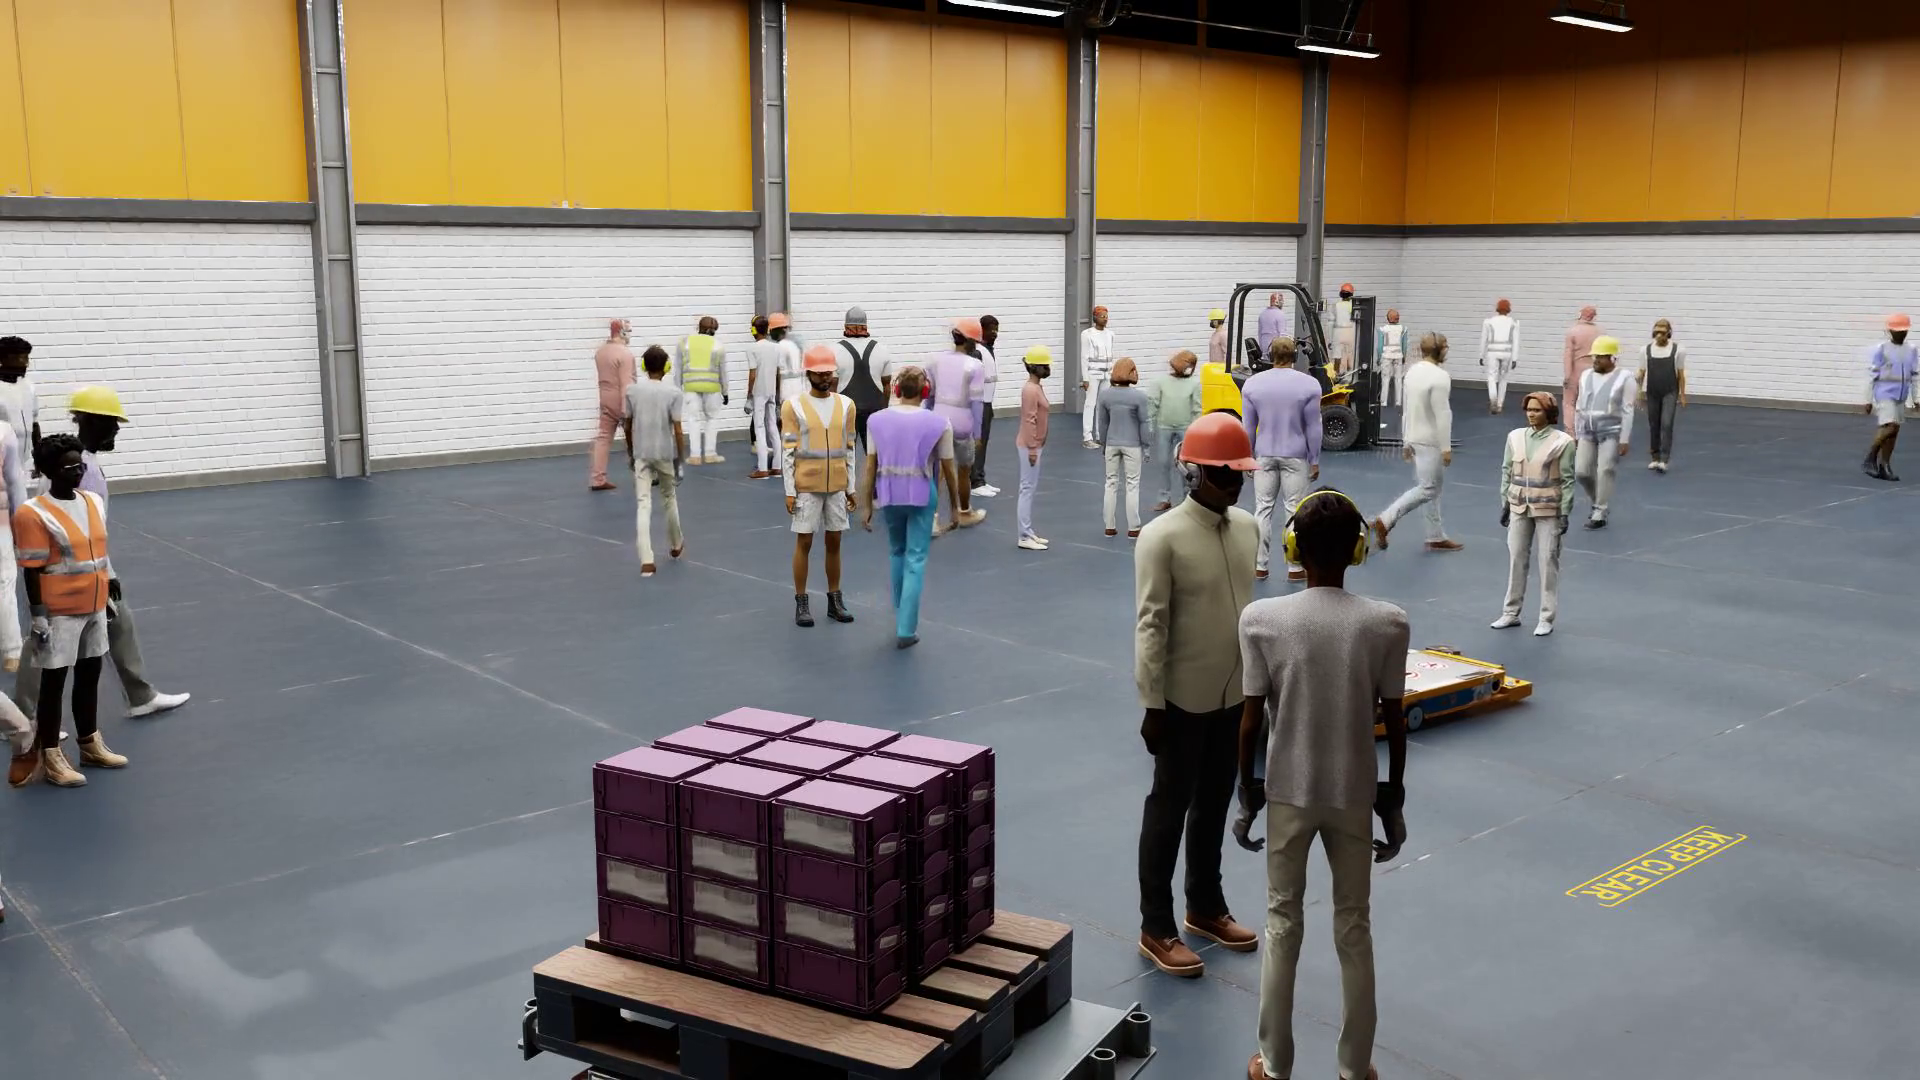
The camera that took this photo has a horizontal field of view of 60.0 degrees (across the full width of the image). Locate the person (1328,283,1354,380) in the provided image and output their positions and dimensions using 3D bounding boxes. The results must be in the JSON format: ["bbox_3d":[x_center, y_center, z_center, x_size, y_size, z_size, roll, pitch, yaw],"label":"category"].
[{"bbox_3d":[7.039,-3.670,30.416,0.614,2.042,0.373,4,10,20],"label":"person"}]

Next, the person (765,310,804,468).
[{"bbox_3d":[-2.056,-1.819,20.012,0.663,1.908,0.827,9,13,44],"label":"person"}]

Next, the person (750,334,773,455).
[{"bbox_3d":[-2.536,-1.933,21.255,0.318,1.698,0.539,1,10,8],"label":"person"}]

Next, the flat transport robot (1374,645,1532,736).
[{"bbox_3d":[2.492,0.824,9.291,1.431,0.197,0.652,-7,12,-36],"label":"flat transport robot"}]

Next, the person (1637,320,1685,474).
[{"bbox_3d":[8.201,-1.679,19.517,0.525,1.786,0.941,6,12,33],"label":"person"}]

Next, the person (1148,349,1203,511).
[{"bbox_3d":[2.154,-1.085,16.548,0.581,1.618,0.343,1,10,4],"label":"person"}]

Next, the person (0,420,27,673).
[{"bbox_3d":[-5.979,-0.086,10.042,0.634,1.835,0.429,-5,11,-27],"label":"person"}]

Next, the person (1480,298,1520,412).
[{"bbox_3d":[8.727,-2.970,26.869,0.578,1.861,0.785,2,10,10],"label":"person"}]

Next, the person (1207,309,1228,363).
[{"bbox_3d":[3.771,-2.503,24.396,0.329,1.767,0.529,-2,10,-12],"label":"person"}]

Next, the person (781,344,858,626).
[{"bbox_3d":[-0.952,-0.377,11.449,0.545,1.938,0.359,-5,11,-26],"label":"person"}]

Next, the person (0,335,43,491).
[{"bbox_3d":[-7.696,-0.680,13.327,1.003,1.917,0.655,2,10,10],"label":"person"}]

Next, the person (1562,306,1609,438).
[{"bbox_3d":[8.402,-2.208,22.386,0.672,1.868,0.464,-1,10,-8],"label":"person"}]

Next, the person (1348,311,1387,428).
[{"bbox_3d":[5.841,-2.569,24.445,0.936,1.894,0.604,-3,10,-17],"label":"person"}]

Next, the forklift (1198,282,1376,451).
[{"bbox_3d":[4.328,-2.346,22.227,2.313,2.155,1.214,3,10,16],"label":"forklift"}]

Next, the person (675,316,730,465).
[{"bbox_3d":[-3.156,-1.822,20.338,0.664,1.804,0.539,0,10,1],"label":"person"}]

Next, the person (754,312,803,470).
[{"bbox_3d":[-1.955,-1.723,19.499,0.978,1.887,0.538,2,10,12],"label":"person"}]

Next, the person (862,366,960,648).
[{"bbox_3d":[-0.294,-0.238,10.977,0.606,1.811,0.836,3,10,14],"label":"person"}]

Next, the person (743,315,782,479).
[{"bbox_3d":[-2.251,-1.625,18.971,0.311,1.864,0.533,8,13,40],"label":"person"}]

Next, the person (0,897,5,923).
[{"bbox_3d":[-3.863,0.530,6.232,0.406,1.906,0.654,-6,11,-32],"label":"person"}]

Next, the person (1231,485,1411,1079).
[{"bbox_3d":[1.066,0.769,4.932,0.513,1.875,0.328,1,10,7],"label":"person"}]

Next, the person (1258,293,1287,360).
[{"bbox_3d":[5.410,-3.292,28.621,0.399,1.903,0.644,-5,11,-28],"label":"person"}]

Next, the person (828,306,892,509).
[{"bbox_3d":[-1.043,-1.320,16.666,0.684,2.000,0.535,-3,10,-17],"label":"person"}]

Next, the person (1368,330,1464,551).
[{"bbox_3d":[3.909,-0.823,14.136,0.830,1.920,0.637,-1,10,-6],"label":"person"}]

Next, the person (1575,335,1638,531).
[{"bbox_3d":[5.952,-0.988,15.397,0.455,1.817,0.593,-7,12,-37],"label":"person"}]

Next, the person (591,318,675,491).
[{"bbox_3d":[-3.624,-1.477,18.120,0.646,1.863,0.965,9,13,44],"label":"person"}]

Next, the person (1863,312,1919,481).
[{"bbox_3d":[10.504,-1.606,18.710,0.548,1.915,0.414,-2,10,-13],"label":"person"}]

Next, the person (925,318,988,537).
[{"bbox_3d":[-0.056,-1.023,15.160,0.711,1.971,1.019,5,11,28],"label":"person"}]

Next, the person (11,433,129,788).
[{"bbox_3d":[-4.289,0.327,8.030,0.317,1.695,0.540,2,10,13],"label":"person"}]

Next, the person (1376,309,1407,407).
[{"bbox_3d":[7.259,-3.050,27.968,0.515,1.641,0.309,-1,10,-5],"label":"person"}]

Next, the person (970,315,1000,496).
[{"bbox_3d":[0.231,-1.428,17.677,0.395,1.913,0.587,2,10,12],"label":"person"}]

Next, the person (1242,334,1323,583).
[{"bbox_3d":[2.493,-0.628,12.914,0.631,1.940,0.372,4,10,22],"label":"person"}]

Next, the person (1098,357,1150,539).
[{"bbox_3d":[1.479,-0.826,14.957,0.500,1.636,0.282,6,11,30],"label":"person"}]

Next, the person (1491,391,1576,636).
[{"bbox_3d":[3.869,-0.181,11.168,0.314,1.641,0.515,-8,13,-40],"label":"person"}]

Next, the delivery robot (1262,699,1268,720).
[{"bbox_3d":[1.362,0.773,8.486,0.707,0.478,0.477,-2,10,-14],"label":"delivery robot"}]

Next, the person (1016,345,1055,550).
[{"bbox_3d":[0.655,-0.806,14.461,0.331,1.768,0.526,1,10,7],"label":"person"}]

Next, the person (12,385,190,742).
[{"bbox_3d":[-4.662,0.116,8.840,0.872,1.849,0.621,-4,10,-21],"label":"person"}]

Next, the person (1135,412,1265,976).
[{"bbox_3d":[0.875,0.537,5.936,0.625,1.990,0.395,-9,13,-42],"label":"person"}]

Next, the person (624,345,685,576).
[{"bbox_3d":[-2.459,-0.661,13.459,0.515,1.816,1.007,0,10,0],"label":"person"}]

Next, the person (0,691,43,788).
[{"bbox_3d":[-4.627,0.281,7.526,0.608,1.968,0.873,1,10,7],"label":"person"}]

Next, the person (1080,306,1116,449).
[{"bbox_3d":[1.833,-2.144,21.957,0.574,1.882,0.356,-8,13,-40],"label":"person"}]
